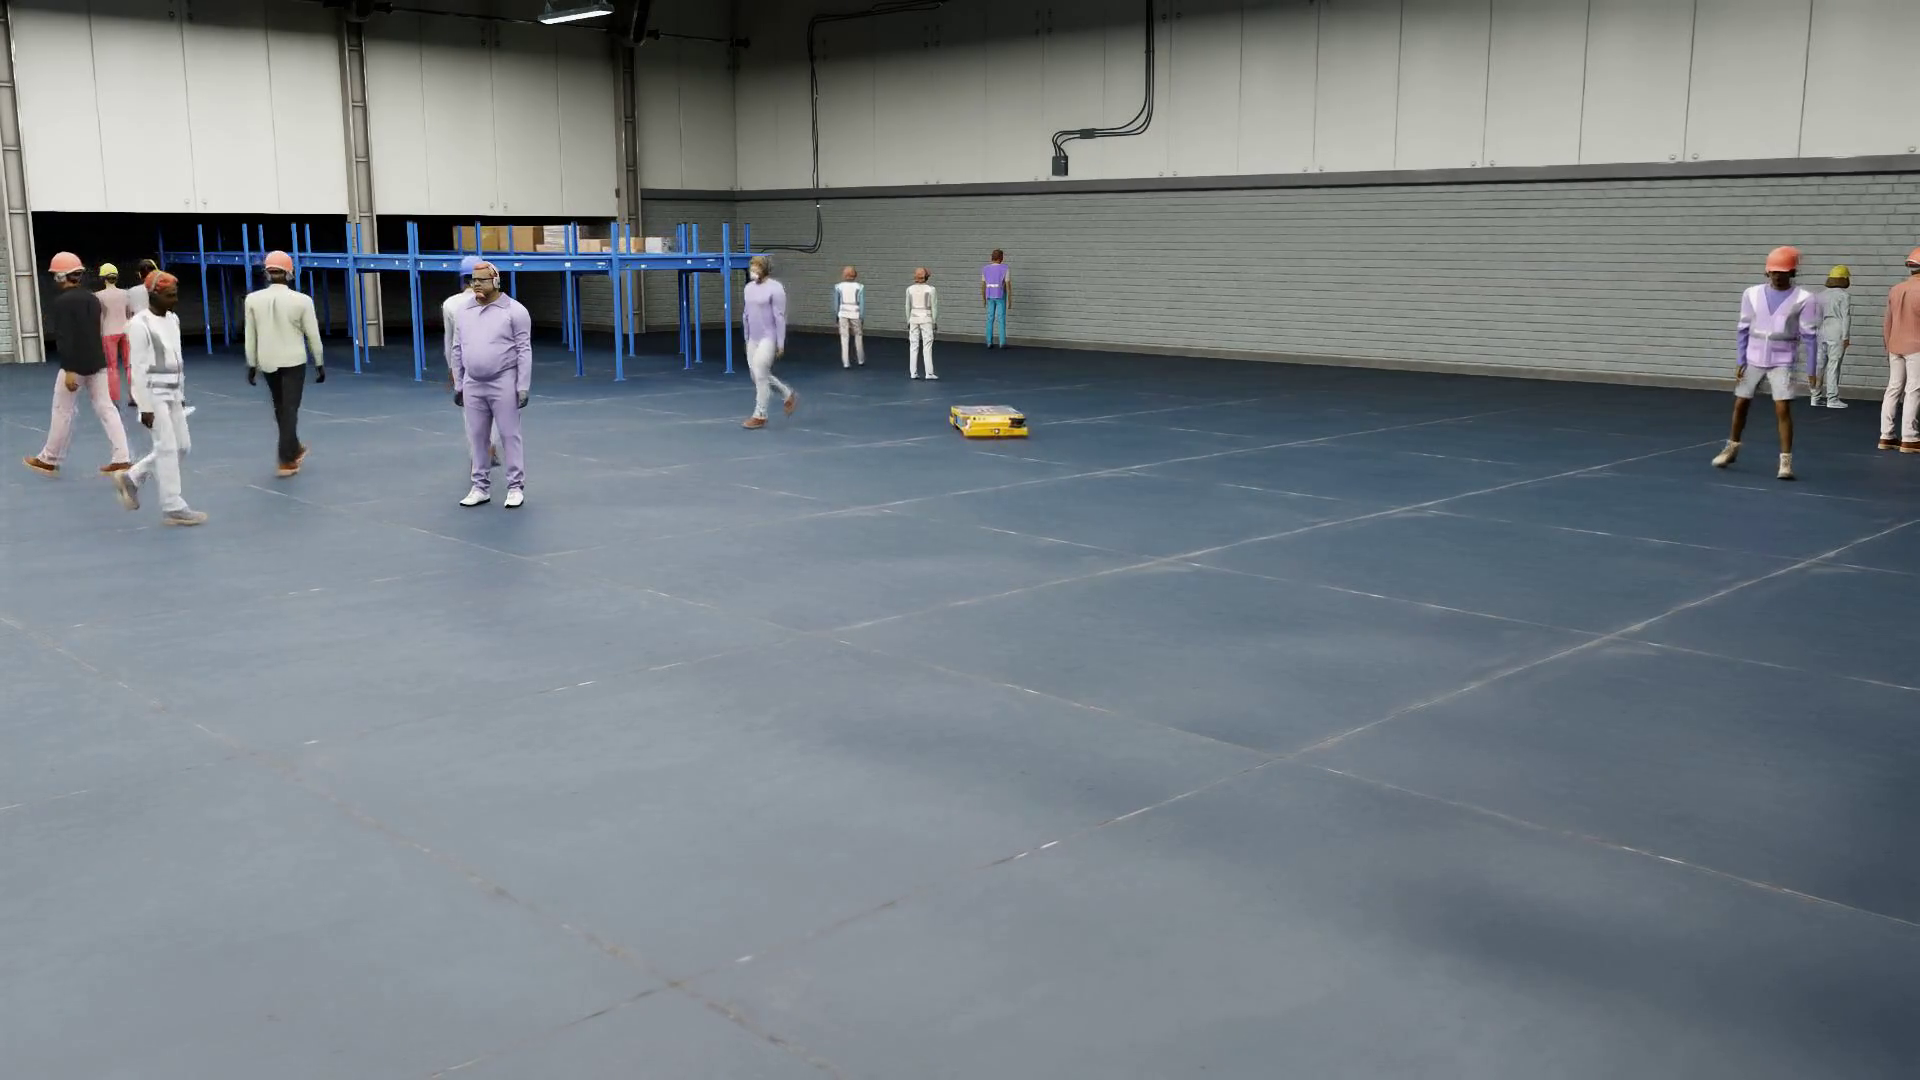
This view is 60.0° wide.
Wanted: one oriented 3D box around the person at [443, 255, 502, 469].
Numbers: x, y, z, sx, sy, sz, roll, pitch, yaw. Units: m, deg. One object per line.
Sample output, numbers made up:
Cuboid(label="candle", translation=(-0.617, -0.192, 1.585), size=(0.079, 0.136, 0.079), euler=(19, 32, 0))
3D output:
Cuboid(label="person", translation=(-4.307, -1.575, 14.913), size=(0.630, 1.927, 0.441), euler=(1, 10, 3))

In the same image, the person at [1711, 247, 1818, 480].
Cuboid(label="person", translation=(7.132, -1.570, 14.704), size=(0.851, 2.007, 0.614), euler=(9, 14, 41))

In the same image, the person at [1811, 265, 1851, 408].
Cuboid(label="person", translation=(10.796, -2.515, 20.552), size=(0.302, 1.745, 0.483), euler=(-3, 11, -17))

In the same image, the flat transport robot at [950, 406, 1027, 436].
Cuboid(label="flat transport robot", translation=(0.296, -1.312, 18.125), size=(0.652, 0.197, 1.431), euler=(-1, 10, -7))

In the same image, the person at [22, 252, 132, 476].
Cuboid(label="person", translation=(-7.805, -1.536, 14.626), size=(0.997, 1.948, 0.646), euler=(2, 11, 9))

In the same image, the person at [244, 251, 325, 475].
Cuboid(label="person", translation=(-6.020, -1.604, 14.989), size=(0.653, 1.955, 0.938), euler=(1, 10, 3))

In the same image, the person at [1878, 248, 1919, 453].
Cuboid(label="person", translation=(9.357, -1.867, 16.336), size=(0.390, 1.991, 0.624), euler=(-2, 11, -12))

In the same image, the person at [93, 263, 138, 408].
Cuboid(label="person", translation=(-10.399, -2.509, 20.463), size=(0.311, 1.769, 0.522), euler=(7, 12, 33))

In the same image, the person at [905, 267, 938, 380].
Cuboid(label="person", translation=(-0.565, -3.175, 24.434), size=(0.514, 1.641, 0.315), euler=(5, 12, 27))

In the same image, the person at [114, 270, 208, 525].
Cuboid(label="person", translation=(-5.920, -1.031, 12.143), size=(0.646, 1.860, 0.631), euler=(1, 10, 3))

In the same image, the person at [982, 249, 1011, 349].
Cuboid(label="person", translation=(0.678, -4.507, 31.144), size=(0.570, 1.840, 0.372), euler=(5, 11, 23))

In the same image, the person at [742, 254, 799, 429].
Cuboid(label="person", translation=(-2.112, -2.209, 18.441), size=(0.654, 1.913, 0.747), euler=(10, 14, 44))

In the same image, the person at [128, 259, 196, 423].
Cuboid(label="person", translation=(-9.195, -2.290, 19.080), size=(0.580, 1.833, 0.891), euler=(2, 11, 9))

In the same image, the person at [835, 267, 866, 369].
Cuboid(label="person", translation=(-1.748, -3.562, 26.653), size=(0.526, 1.589, 0.849), euler=(1, 10, 7))

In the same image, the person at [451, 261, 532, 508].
Cuboid(label="person", translation=(-3.672, -1.210, 12.992), size=(0.651, 1.907, 0.409), euler=(2, 11, 10))
